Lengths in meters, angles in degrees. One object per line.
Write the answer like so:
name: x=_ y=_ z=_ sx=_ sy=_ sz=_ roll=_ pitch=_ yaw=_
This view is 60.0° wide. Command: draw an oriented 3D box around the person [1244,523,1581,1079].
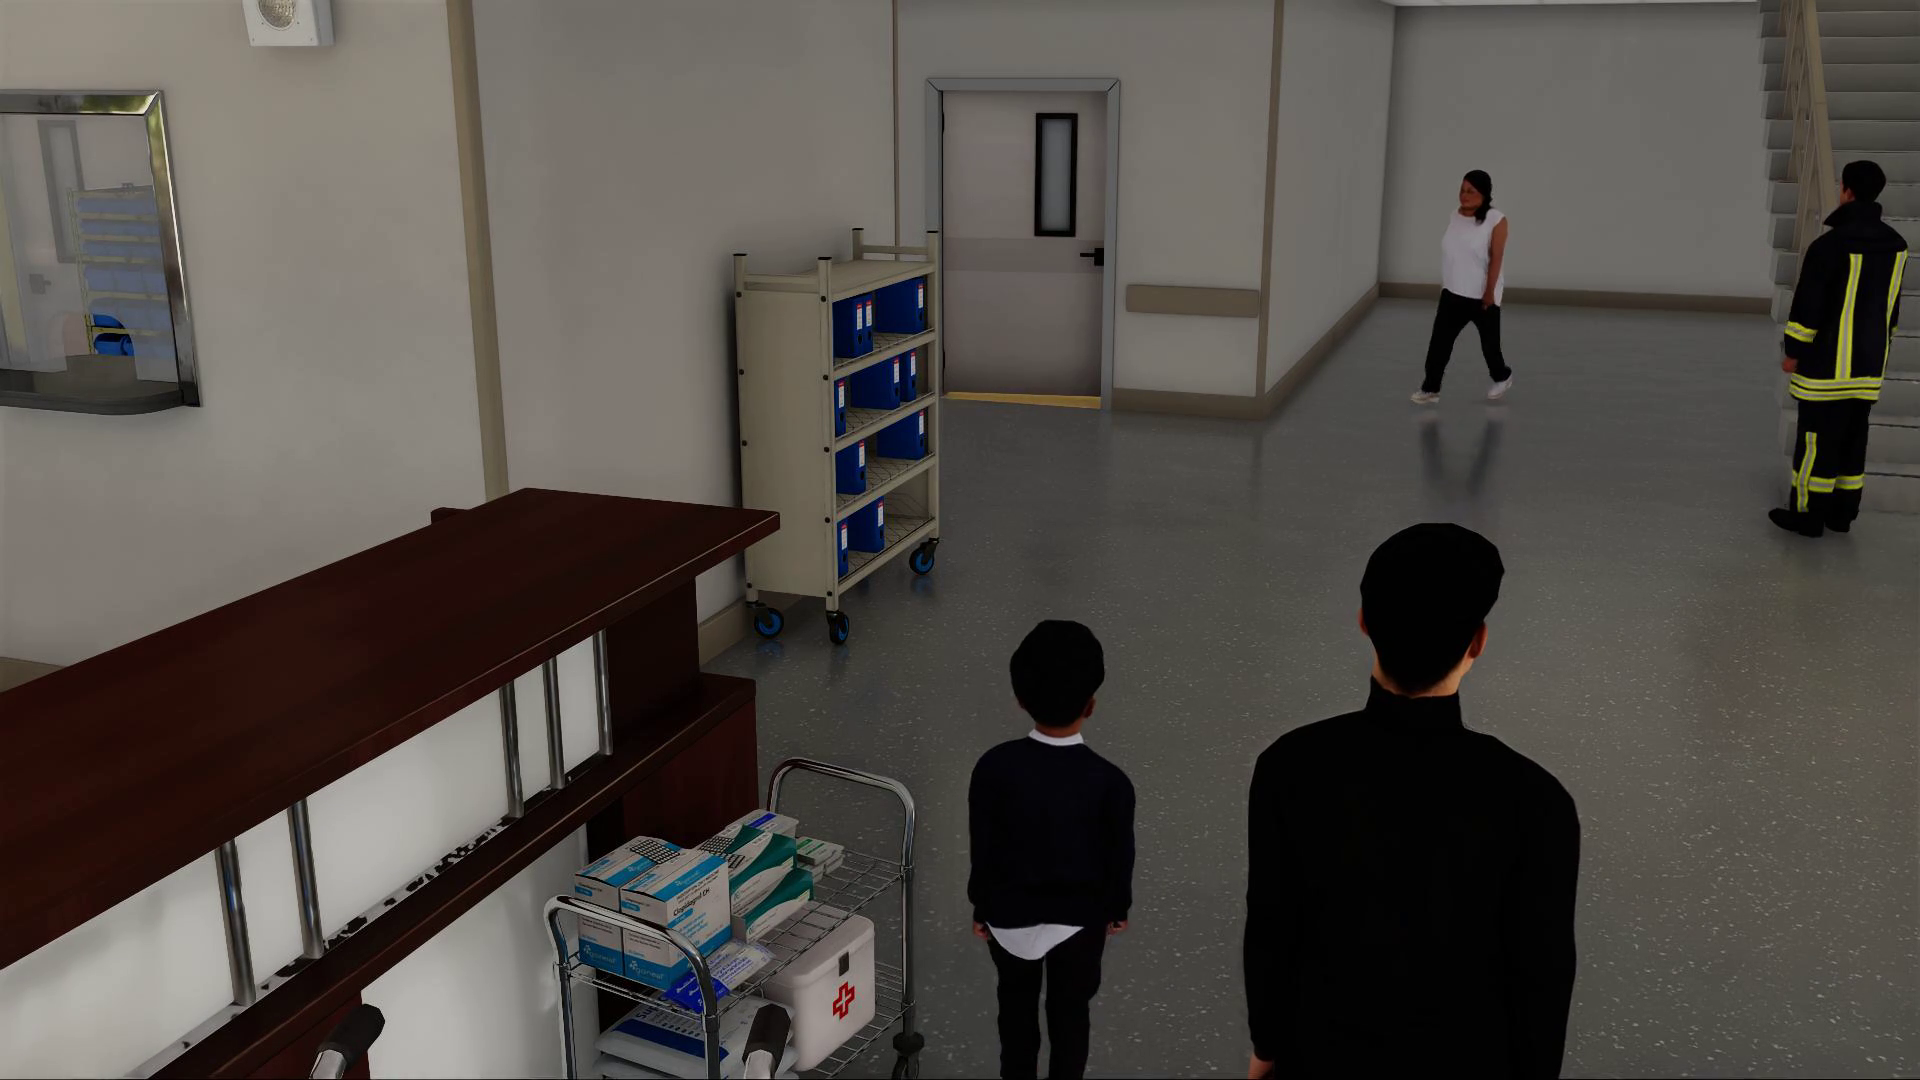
person: x=0.680 y=0.806 z=2.601 sx=0.637 sy=1.723 sz=0.524 roll=6 pitch=17 yaw=20

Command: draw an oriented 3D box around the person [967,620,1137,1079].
person: x=0.184 y=0.782 z=3.545 sx=0.545 sy=1.217 sz=0.540 roll=2 pitch=16 yaw=8

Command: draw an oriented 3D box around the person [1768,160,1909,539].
person: x=4.540 y=-0.971 z=8.527 sx=0.891 sy=1.926 sz=0.926 roll=-6 pitch=17 yaw=-19

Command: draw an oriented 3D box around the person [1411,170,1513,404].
person: x=3.716 y=-1.783 z=11.928 sx=1.214 sy=1.644 sz=1.055 roll=-11 pitch=19 yaw=-34
